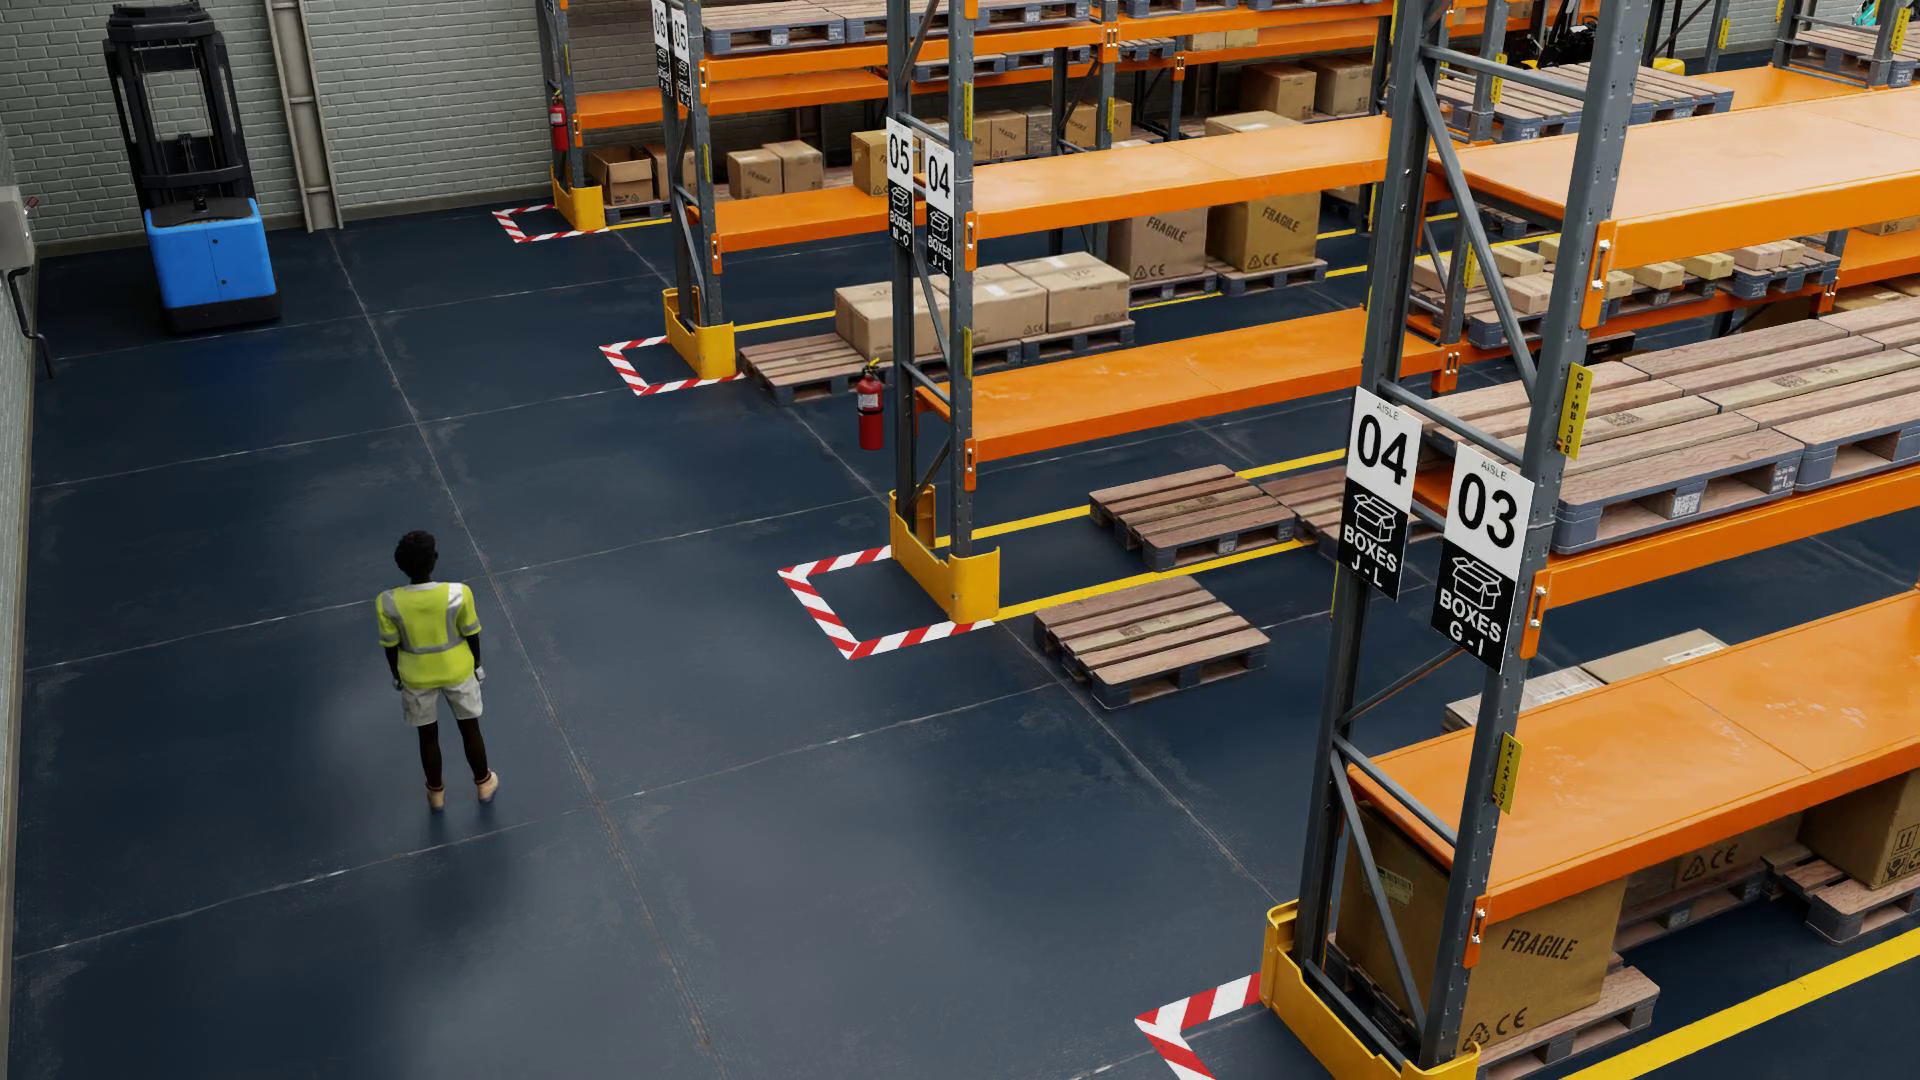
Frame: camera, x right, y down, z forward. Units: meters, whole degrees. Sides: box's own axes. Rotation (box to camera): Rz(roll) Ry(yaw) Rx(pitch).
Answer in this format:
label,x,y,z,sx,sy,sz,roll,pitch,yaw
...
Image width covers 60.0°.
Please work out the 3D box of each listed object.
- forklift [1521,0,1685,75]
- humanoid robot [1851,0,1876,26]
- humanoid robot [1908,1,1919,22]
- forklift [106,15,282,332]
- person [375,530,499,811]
label,x,y,z,sx,sy,sz,roll,pitch,yaw
forklift,8.950,-6.807,23.056,1.214,2.155,2.313,-12,30,-22
humanoid robot,14.727,-8.647,26.923,0.735,1.677,0.533,-12,30,-22
humanoid robot,14.788,-7.914,25.750,0.660,1.635,0.603,25,36,38
forklift,-7.548,-3.672,16.323,1.129,2.768,1.873,-12,30,-22
person,-2.877,0.729,9.150,0.535,1.699,0.322,-6,28,-11
